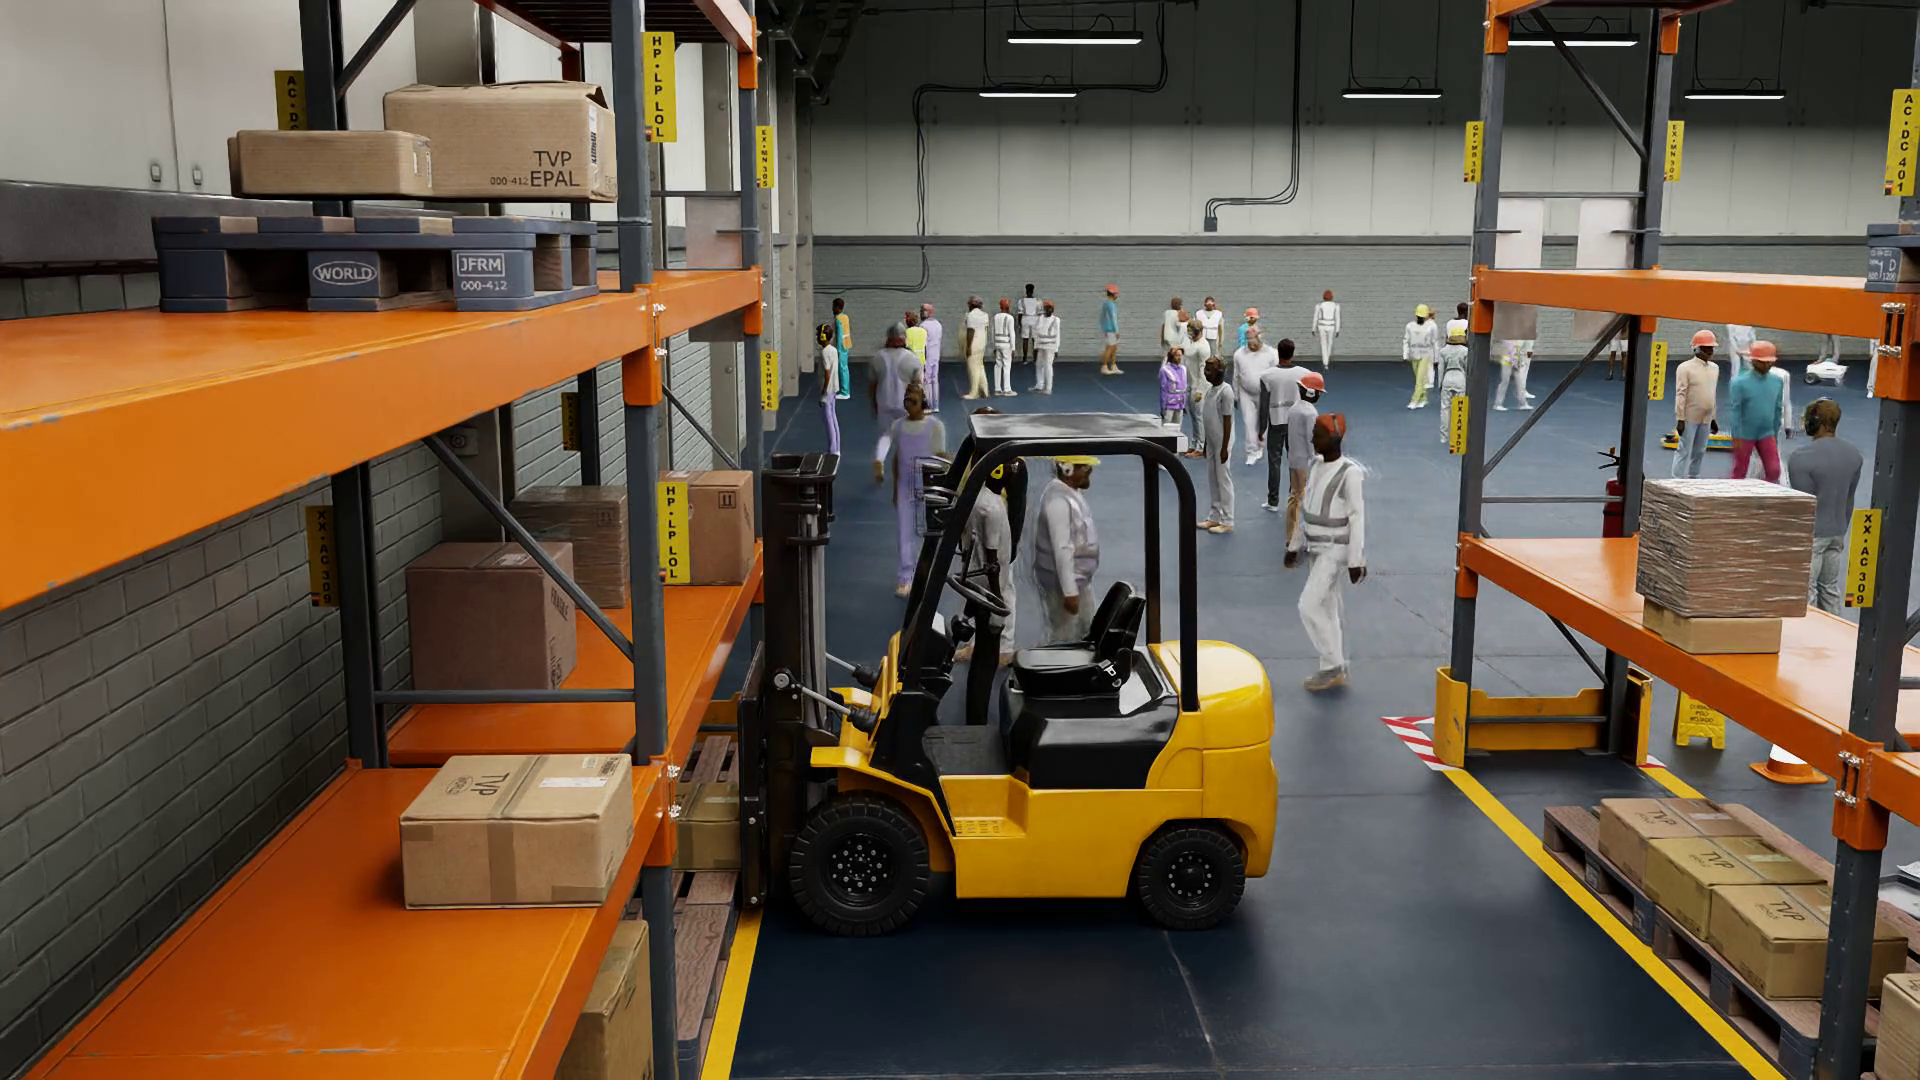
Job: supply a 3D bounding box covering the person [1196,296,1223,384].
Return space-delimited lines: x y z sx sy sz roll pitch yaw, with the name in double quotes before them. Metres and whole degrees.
"person" 5.221 -4.200 34.988 0.570 1.849 0.384 2 10 12

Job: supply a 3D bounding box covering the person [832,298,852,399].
"person" -2.255 -3.640 31.678 0.371 1.916 0.597 1 10 8

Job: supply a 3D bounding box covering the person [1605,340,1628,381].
"person" 14.220 -4.385 35.808 0.545 1.927 0.386 6 12 30

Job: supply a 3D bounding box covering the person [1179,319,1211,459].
"person" 3.273 -2.094 23.027 0.371 1.934 0.627 -1 10 -5

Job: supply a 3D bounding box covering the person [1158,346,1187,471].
"person" 2.793 -1.729 21.810 0.520 1.639 0.312 -10 14 -43

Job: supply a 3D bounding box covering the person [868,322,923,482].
"person" -0.781 -1.673 20.379 0.696 2.000 0.720 3 11 15

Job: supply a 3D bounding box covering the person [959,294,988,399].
"person" 0.241 -3.719 31.776 0.534 2.000 0.707 4 11 23

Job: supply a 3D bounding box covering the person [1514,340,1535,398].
"person" 10.879 -3.702 32.022 0.379 1.918 0.596 1 10 4

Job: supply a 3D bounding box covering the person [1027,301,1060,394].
"person" 1.671 -3.776 32.651 0.350 1.844 0.743 -9 14 -42

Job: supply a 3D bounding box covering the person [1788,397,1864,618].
"person" 5.859 -0.013 11.420 0.630 1.940 0.373 -5 11 -26

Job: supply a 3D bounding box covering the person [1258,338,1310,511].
"person" 3.608 -1.276 18.508 0.593 1.920 0.391 -1 10 -5

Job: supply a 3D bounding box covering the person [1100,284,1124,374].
"person" 3.432 -4.739 37.496 0.565 2.028 0.638 -2 10 -8

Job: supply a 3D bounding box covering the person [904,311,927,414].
"person" -0.773 -2.885 27.669 0.388 1.848 0.564 10 14 44

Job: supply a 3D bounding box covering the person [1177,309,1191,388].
"person" 4.520 -3.880 33.841 0.352 1.623 0.501 1 10 8

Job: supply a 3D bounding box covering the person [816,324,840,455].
"person" -1.817 -2.012 22.749 0.309 1.868 0.535 2 10 10

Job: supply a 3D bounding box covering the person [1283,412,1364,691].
"person" 2.400 0.081 11.085 0.496 1.866 0.584 -2 10 -10

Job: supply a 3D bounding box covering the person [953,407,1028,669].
"person" 0.187 -0.019 11.718 0.429 1.843 0.633 -8 13 -38

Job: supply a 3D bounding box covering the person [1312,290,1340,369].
"person" 8.675 -4.994 39.453 0.596 1.831 0.986 0 10 1

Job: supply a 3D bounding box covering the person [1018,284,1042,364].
"person" 1.706 -5.282 40.692 0.604 1.966 0.367 -1 10 -6

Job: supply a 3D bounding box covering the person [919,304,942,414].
"person" -0.562 -3.130 28.940 0.453 1.919 0.681 5 11 28

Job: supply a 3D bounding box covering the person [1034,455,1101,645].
"person" 0.693 0.236 10.375 0.447 1.811 0.607 3 11 15

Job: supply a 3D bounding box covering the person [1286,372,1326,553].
"person" 3.345 -0.745 16.031 0.333 1.744 0.559 -2 10 -11

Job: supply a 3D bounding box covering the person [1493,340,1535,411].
"person" 9.794 -3.070 29.367 0.680 1.608 0.530 8 13 38

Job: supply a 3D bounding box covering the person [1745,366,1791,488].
"person" 9.331 -1.349 19.187 0.587 1.836 1.010 -3 11 -16

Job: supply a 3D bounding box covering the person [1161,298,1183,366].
"person" 4.538 -4.240 35.336 0.475 1.816 0.563 -7 12 -34

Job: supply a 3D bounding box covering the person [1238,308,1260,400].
"person" 5.483 -3.509 31.447 0.563 1.742 0.361 -10 14 -43

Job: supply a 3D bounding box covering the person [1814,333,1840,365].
"person" 21.095 -5.246 40.284 0.535 2.000 0.674 -5 11 -27

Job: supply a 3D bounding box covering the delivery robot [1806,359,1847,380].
"delivery robot" 18.014 -3.524 34.572 0.707 0.478 0.477 8 13 39

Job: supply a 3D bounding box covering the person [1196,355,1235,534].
"person" 2.647 -0.982 17.116 0.349 1.837 0.502 -3 11 -17

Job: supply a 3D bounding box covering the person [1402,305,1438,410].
"person" 8.273 -3.286 29.879 0.583 1.870 0.936 9 13 40

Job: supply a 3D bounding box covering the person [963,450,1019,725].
"person" 0.182 0.330 9.744 0.327 1.861 0.499 -2 10 -9

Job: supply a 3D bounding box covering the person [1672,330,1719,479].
"person" 8.368 -1.382 18.883 0.610 1.996 0.379 -5 11 -26

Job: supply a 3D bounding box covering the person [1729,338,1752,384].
"person" 16.349 -4.143 34.729 0.363 1.834 0.522 -3 11 -15

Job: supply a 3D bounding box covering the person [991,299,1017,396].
"person" 0.858 -3.748 32.377 0.338 1.882 0.583 -9 14 -42

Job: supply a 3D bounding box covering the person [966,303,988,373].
"person" 0.374 -4.640 37.863 0.531 1.697 0.322 0 10 1

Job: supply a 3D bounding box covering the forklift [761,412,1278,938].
"forklift" 0.291 0.548 7.580 2.313 2.155 1.214 0 10 -2

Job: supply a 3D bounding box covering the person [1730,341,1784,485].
"person" 8.311 -1.076 17.268 0.619 1.957 0.809 -1 10 -6

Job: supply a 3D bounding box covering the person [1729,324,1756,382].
"person" 15.306 -3.666 32.422 0.608 1.709 0.435 1 10 6

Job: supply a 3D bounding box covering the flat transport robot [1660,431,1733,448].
"flat transport robot" 10.919 -1.443 24.028 1.431 0.197 0.652 3 11 17

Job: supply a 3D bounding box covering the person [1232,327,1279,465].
"person" 4.034 -1.977 22.612 0.659 1.864 0.867 3 11 17

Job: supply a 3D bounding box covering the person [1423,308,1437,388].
"person" 9.583 -3.927 34.057 0.305 1.641 0.514 -2 10 -11

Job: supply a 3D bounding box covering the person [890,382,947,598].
"person" -0.341 -0.459 14.277 0.523 1.810 0.924 3 11 17

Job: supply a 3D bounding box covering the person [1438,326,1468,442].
"person" 7.371 -2.312 24.778 0.487 1.740 0.313 6 12 31

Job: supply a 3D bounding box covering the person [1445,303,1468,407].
"person" 8.917 -3.297 29.826 0.406 1.906 0.607 -5 11 -24
